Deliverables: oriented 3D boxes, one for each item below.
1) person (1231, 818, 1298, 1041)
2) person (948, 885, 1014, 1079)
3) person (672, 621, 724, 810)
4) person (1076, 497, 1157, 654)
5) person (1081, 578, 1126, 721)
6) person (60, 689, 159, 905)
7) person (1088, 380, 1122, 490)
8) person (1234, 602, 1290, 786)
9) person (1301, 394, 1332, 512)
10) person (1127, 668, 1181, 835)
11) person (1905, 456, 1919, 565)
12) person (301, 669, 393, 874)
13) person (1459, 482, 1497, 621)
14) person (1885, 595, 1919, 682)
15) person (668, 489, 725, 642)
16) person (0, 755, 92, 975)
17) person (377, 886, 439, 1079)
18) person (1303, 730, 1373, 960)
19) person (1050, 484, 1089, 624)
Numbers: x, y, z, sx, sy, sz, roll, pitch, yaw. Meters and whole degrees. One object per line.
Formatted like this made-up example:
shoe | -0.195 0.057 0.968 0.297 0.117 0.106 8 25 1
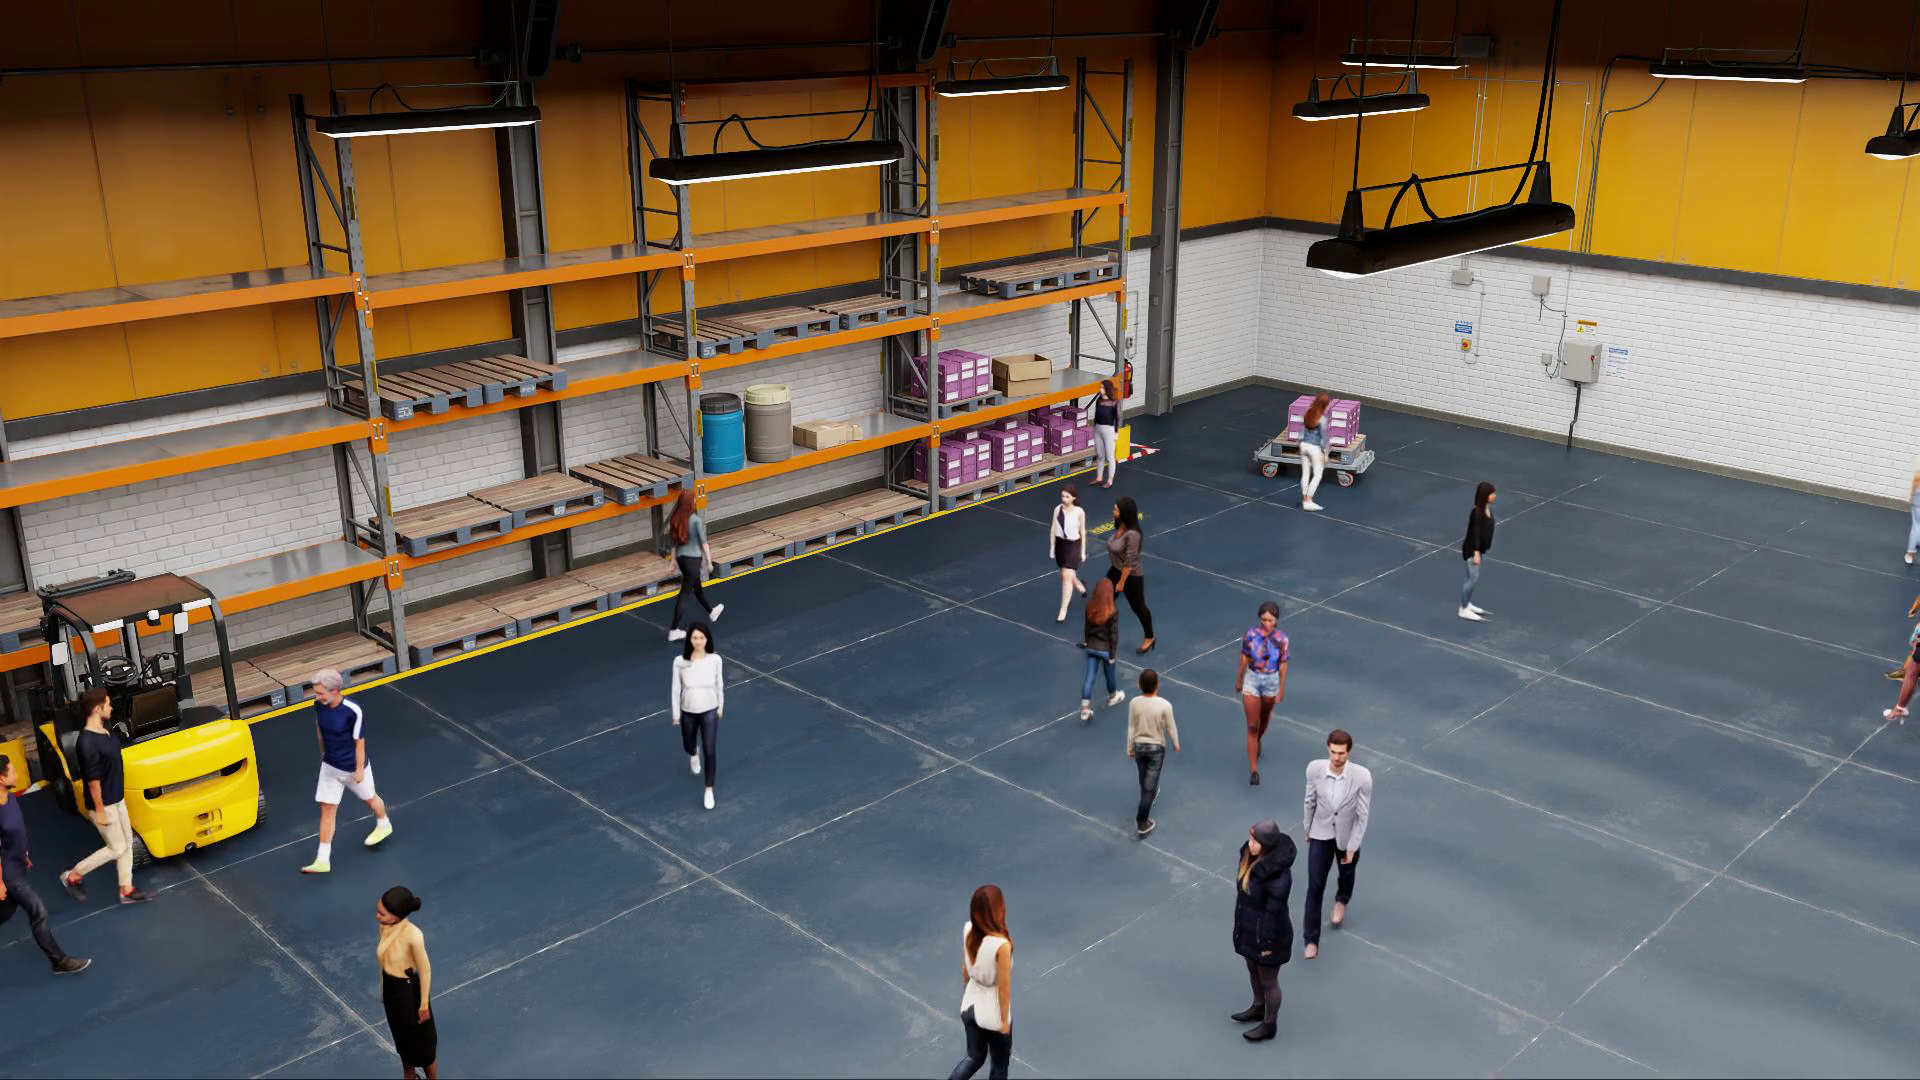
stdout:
person | 2.125 2.691 11.577 0.795 1.675 0.773 -6 19 -17
person | 0.104 3.015 10.473 0.967 1.765 0.606 -16 24 -39
person | -2.365 1.521 15.044 1.059 1.679 1.046 -3 19 -10
person | 1.907 0.431 18.099 1.225 1.796 1.011 -6 19 -16
person | 1.365 1.114 16.621 0.729 1.445 1.024 11 21 29
person | -6.848 2.083 13.149 1.042 1.823 0.945 -2 19 -6
person | 2.115 -1.550 24.276 0.507 1.607 0.596 -17 25 -41
person | 2.816 1.361 15.509 1.117 1.686 1.263 3 19 8
person | 4.922 -1.252 23.292 0.724 1.671 0.679 17 25 42
person | 1.613 1.861 14.422 0.750 1.433 1.017 10 21 27
person | 12.278 -0.522 21.042 0.671 1.723 0.619 11 22 30
person | -5.071 1.863 13.919 1.090 1.750 1.334 7 20 19
person | 5.990 0.098 19.330 0.675 1.641 0.547 9 21 25
person | 10.302 0.816 17.511 0.874 1.441 0.865 3 19 8
person | -3.078 0.320 18.596 0.776 1.689 1.198 12 22 31
person | -7.069 2.443 12.203 1.240 1.746 1.043 -4 19 -13
person | -3.576 2.971 10.779 0.611 1.654 0.595 12 22 32
person | 2.896 2.241 12.730 1.043 1.792 1.365 7 20 20
person | 1.294 0.126 19.277 0.791 1.623 1.082 8 20 22
